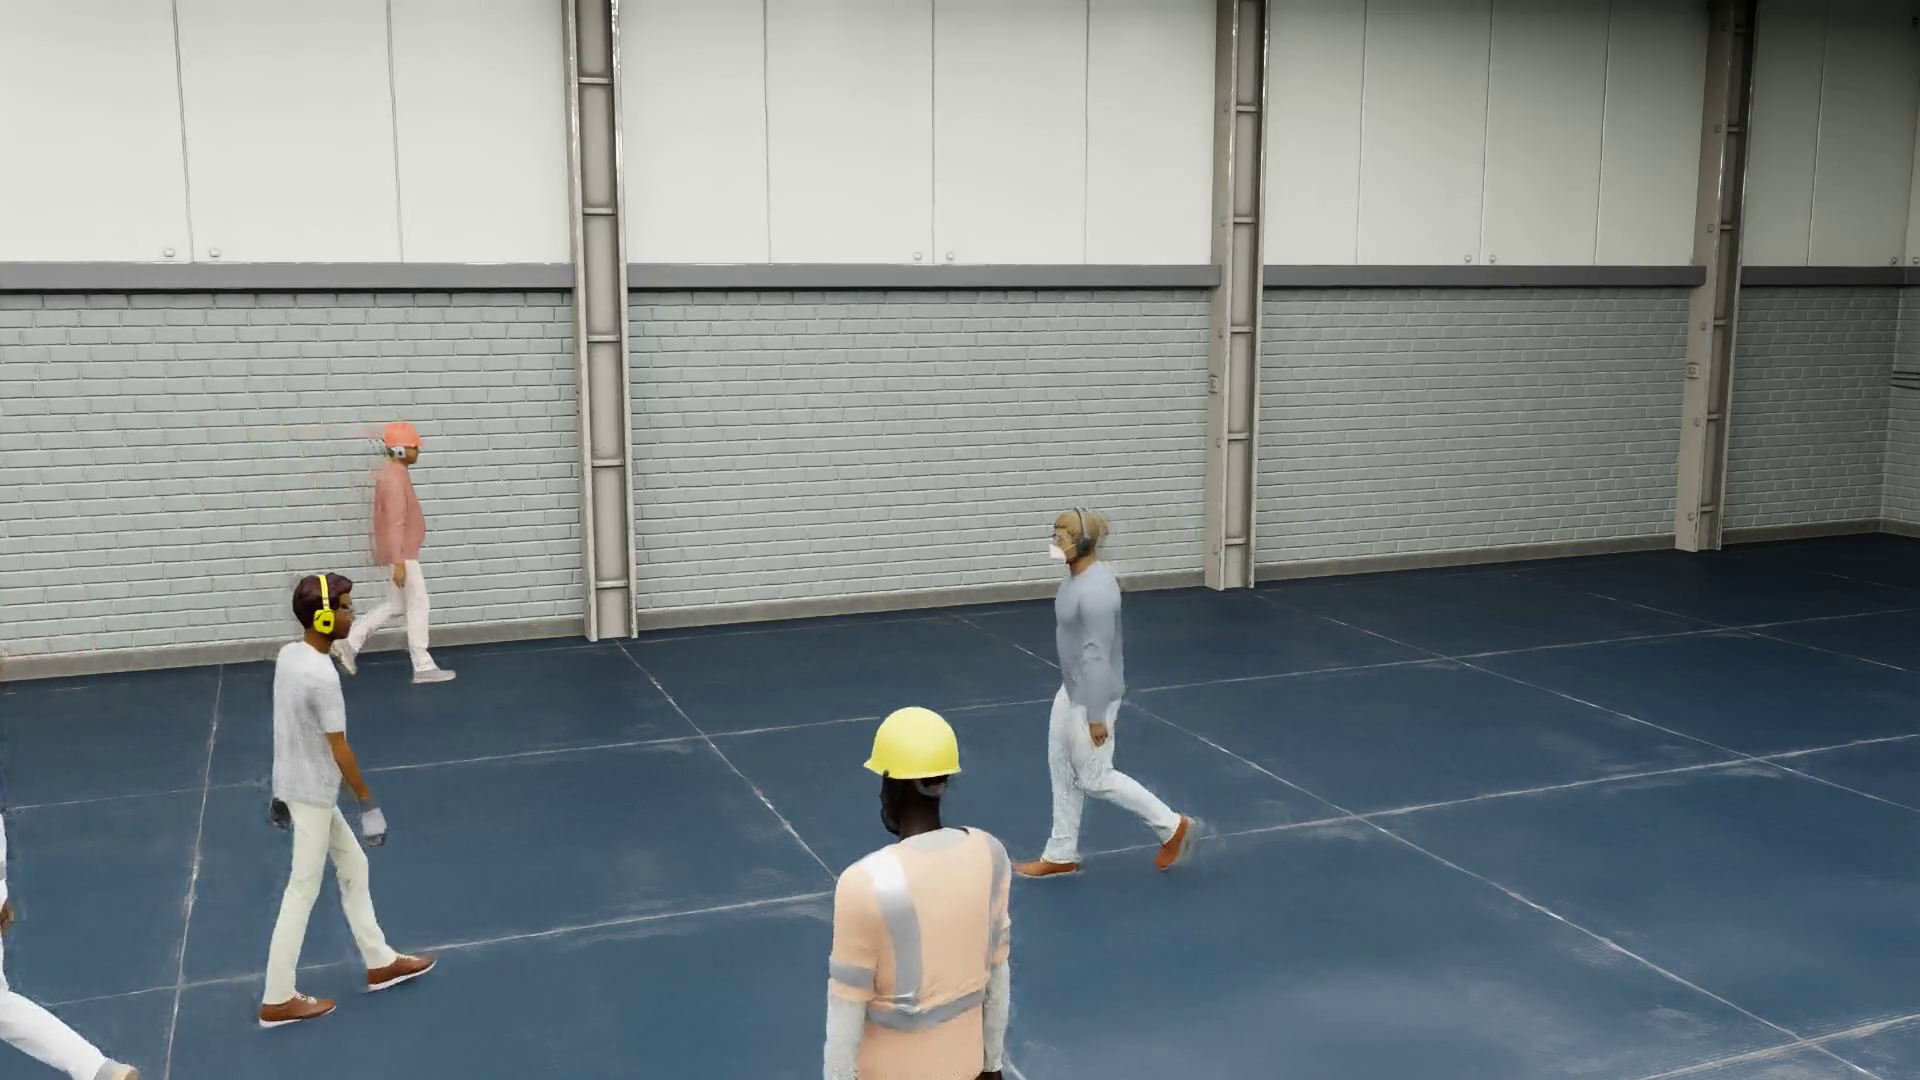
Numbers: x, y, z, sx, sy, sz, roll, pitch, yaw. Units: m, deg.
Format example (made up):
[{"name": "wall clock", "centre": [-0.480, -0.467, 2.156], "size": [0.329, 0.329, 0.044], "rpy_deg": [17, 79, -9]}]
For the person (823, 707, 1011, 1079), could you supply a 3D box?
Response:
[{"name": "person", "centre": [-0.062, 1.392, 4.424], "size": [0.796, 1.899, 0.590], "rpy_deg": [8, 12, 40]}]

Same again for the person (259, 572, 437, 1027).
[{"name": "person", "centre": [-2.517, 1.040, 6.814], "size": [0.861, 1.833, 0.555], "rpy_deg": [-6, 11, -34]}]

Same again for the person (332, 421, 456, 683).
[{"name": "person", "centre": [-4.232, 0.104, 12.316], "size": [0.790, 1.973, 0.624], "rpy_deg": [-3, 10, -20]}]

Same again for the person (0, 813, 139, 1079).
[{"name": "person", "centre": [-3.291, 1.235, 5.557], "size": [0.825, 1.862, 0.577], "rpy_deg": [-1, 9, -5]}]

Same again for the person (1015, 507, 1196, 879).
[{"name": "person", "centre": [0.728, 0.779, 8.253], "size": [0.815, 1.917, 0.638], "rpy_deg": [-1, 9, -6]}]
